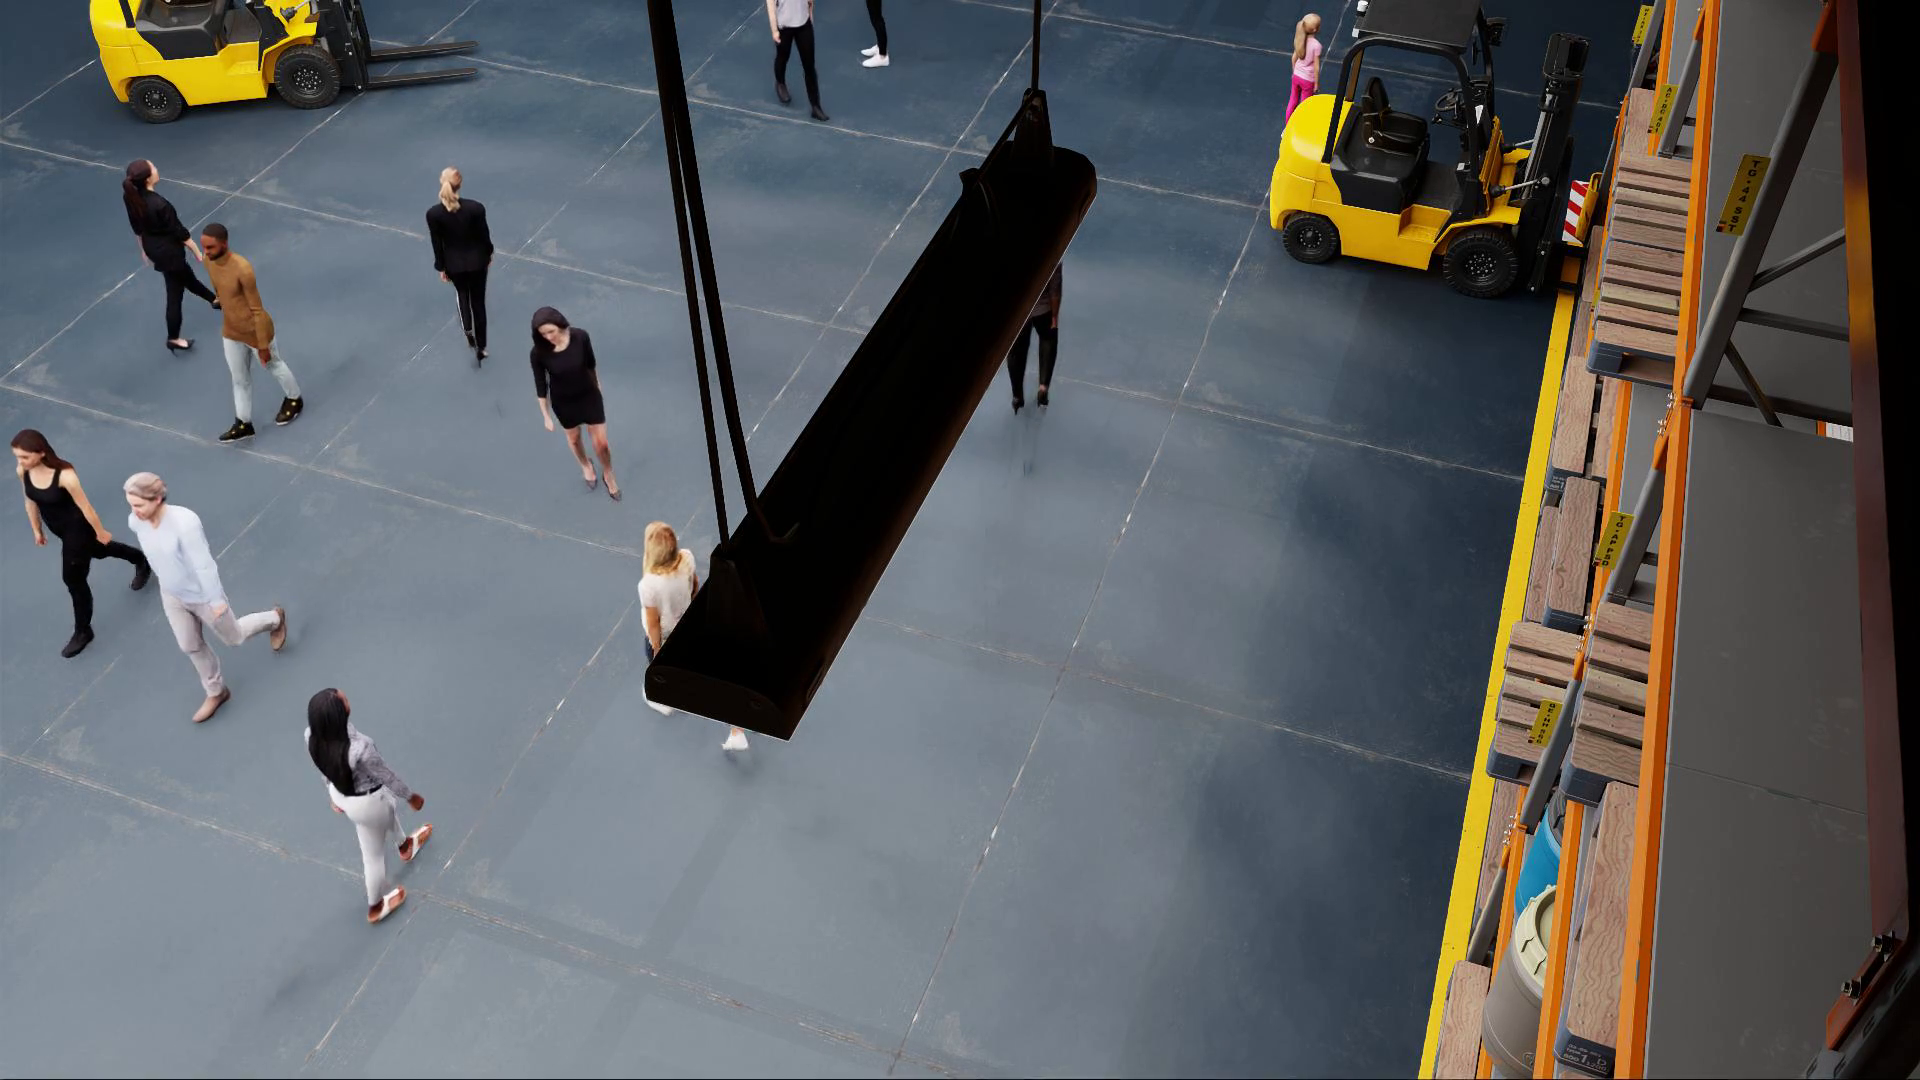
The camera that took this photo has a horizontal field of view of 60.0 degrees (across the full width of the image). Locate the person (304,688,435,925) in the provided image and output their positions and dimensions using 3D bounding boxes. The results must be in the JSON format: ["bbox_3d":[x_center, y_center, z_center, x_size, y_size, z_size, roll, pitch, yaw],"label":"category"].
[{"bbox_3d":[-3.349,1.511,9.170,0.742,1.699,0.964,25,49,24],"label":"person"}]

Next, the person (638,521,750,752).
[{"bbox_3d":[-1.647,0.620,10.051,0.981,1.775,1.178,33,53,30],"label":"person"}]

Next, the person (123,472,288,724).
[{"bbox_3d":[-4.711,0.259,10.358,0.682,1.874,1.092,12,45,13],"label":"person"}]

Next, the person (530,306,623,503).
[{"bbox_3d":[-2.711,-1.005,11.766,0.786,1.761,0.849,-21,48,-21],"label":"person"}]

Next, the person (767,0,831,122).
[{"bbox_3d":[-1.650,-4.960,15.877,1.185,1.819,1.246,-18,46,-18],"label":"person"}]

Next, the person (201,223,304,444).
[{"bbox_3d":[-5.236,-1.614,12.383,0.722,1.793,0.973,19,47,19],"label":"person"}]

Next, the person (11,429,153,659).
[{"bbox_3d":[-5.761,-0.117,10.917,0.631,1.647,1.158,16,46,16],"label":"person"}]

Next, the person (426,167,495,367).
[{"bbox_3d":[-3.831,-2.067,12.938,0.750,1.683,0.790,-9,44,-10],"label":"person"}]

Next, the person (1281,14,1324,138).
[{"bbox_3d":[3.237,-4.348,15.630,0.632,1.271,0.585,-27,50,-25],"label":"person"}]

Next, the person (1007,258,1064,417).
[{"bbox_3d":[0.502,-1.640,12.383,0.704,1.830,0.710,6,44,6],"label":"person"}]

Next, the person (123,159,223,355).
[{"bbox_3d":[-6.303,-2.177,13.099,0.686,1.620,1.062,19,47,19],"label":"person"}]

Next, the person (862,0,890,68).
[{"bbox_3d":[-0.864,-5.576,16.579,0.713,1.742,0.572,-2,44,-2],"label":"person"}]
